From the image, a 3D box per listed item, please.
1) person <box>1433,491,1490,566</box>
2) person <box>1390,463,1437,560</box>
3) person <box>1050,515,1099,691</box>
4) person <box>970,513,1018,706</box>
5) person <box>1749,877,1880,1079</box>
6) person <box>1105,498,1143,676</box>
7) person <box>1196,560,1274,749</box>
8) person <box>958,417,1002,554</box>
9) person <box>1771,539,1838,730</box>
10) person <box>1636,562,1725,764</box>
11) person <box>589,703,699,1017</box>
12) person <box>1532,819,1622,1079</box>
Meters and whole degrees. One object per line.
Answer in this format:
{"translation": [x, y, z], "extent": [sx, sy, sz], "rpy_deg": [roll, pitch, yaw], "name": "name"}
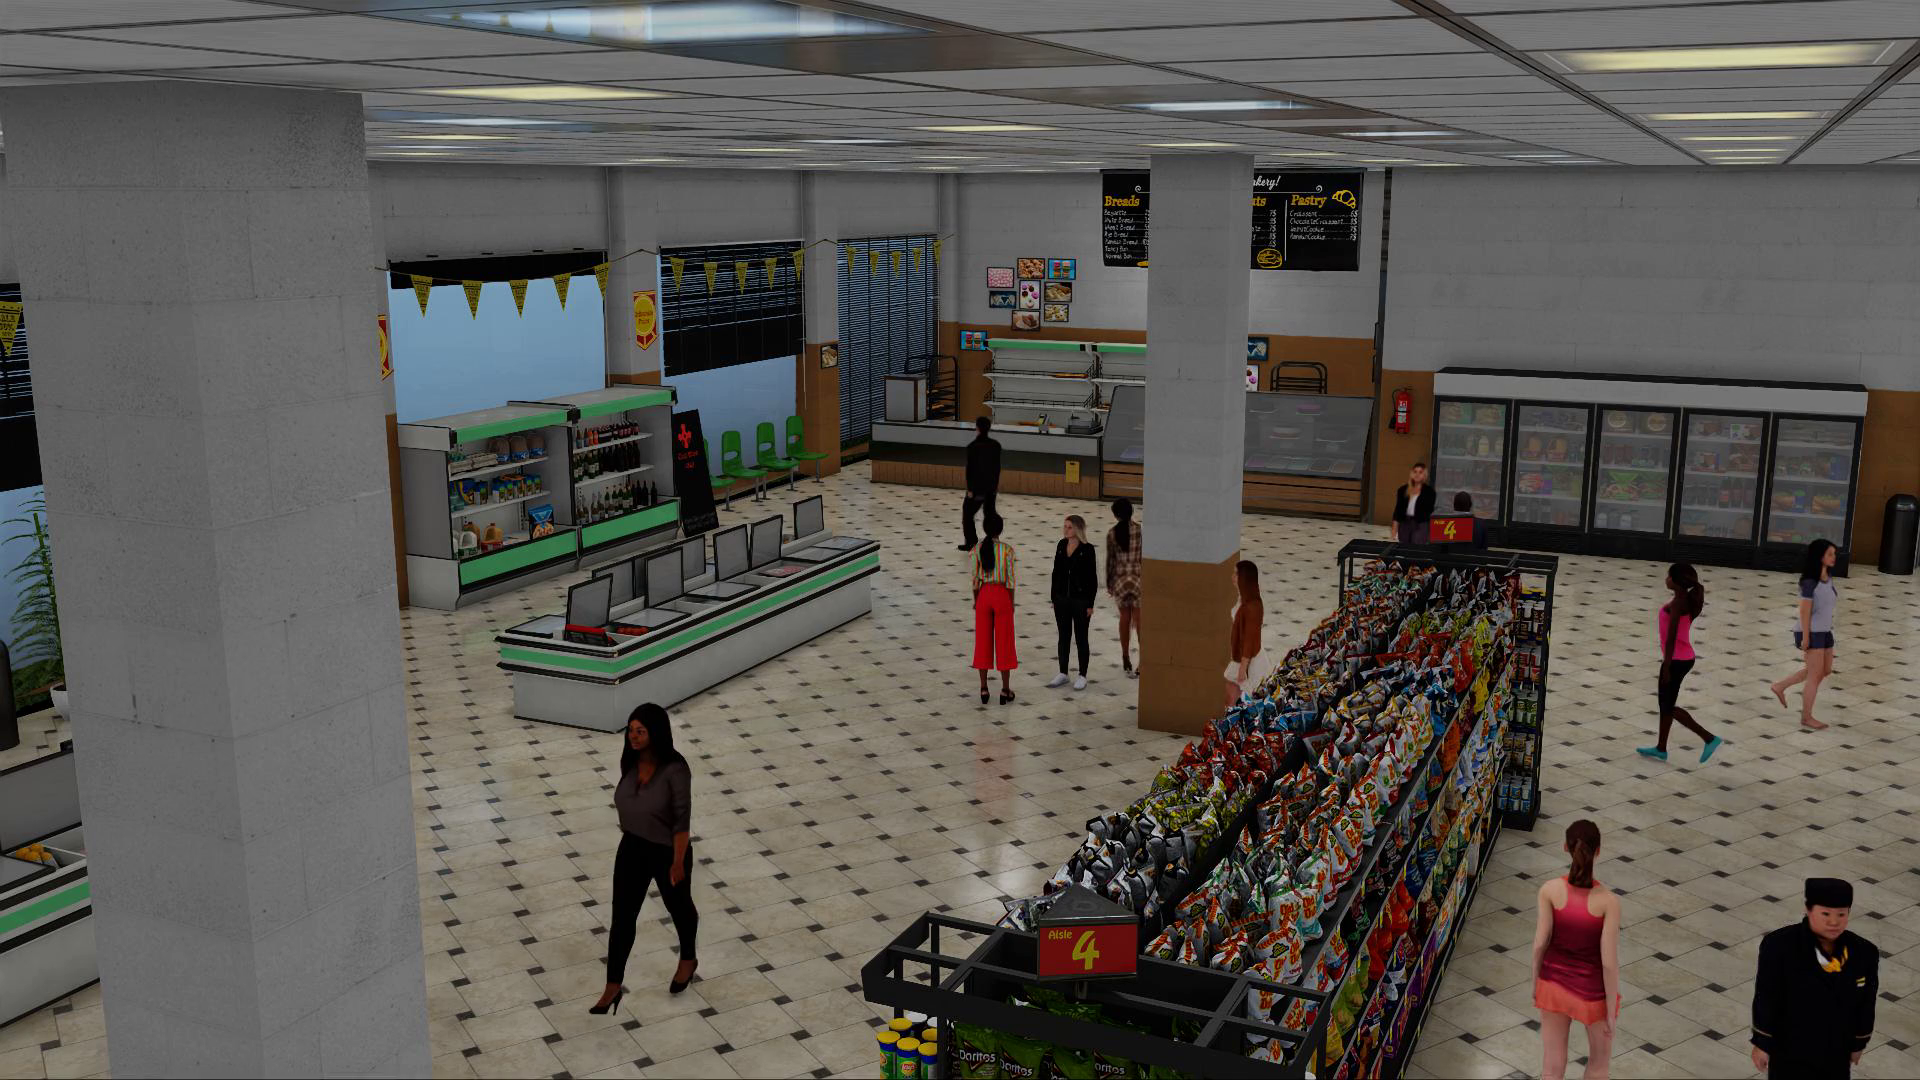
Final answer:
{"translation": [4.908, 0.414, 16.352], "extent": [0.761, 1.825, 0.722], "rpy_deg": [1, 12, 7], "name": "person"}
{"translation": [5.208, -0.059, 19.070], "extent": [0.662, 1.631, 1.053], "rpy_deg": [7, 14, 30], "name": "person"}
{"translation": [1.093, 0.584, 15.879], "extent": [0.632, 1.685, 0.556], "rpy_deg": [7, 14, 30], "name": "person"}
{"translation": [0.312, 0.632, 15.395], "extent": [0.639, 1.792, 0.576], "rpy_deg": [3, 12, 15], "name": "person"}
{"translation": [3.904, 2.323, 7.677], "extent": [0.734, 1.662, 0.705], "rpy_deg": [3, 12, 16], "name": "person"}
{"translation": [1.627, 0.486, 16.156], "extent": [0.666, 1.764, 0.664], "rpy_deg": [4, 12, 17], "name": "person"}
{"translation": [2.510, 1.023, 13.809], "extent": [0.984, 1.681, 1.140], "rpy_deg": [0, 12, 1], "name": "person"}
{"translation": [0.346, -0.663, 21.472], "extent": [0.912, 1.823, 0.979], "rpy_deg": [-8, 14, -34], "name": "person"}
{"translation": [7.523, 0.811, 14.790], "extent": [0.829, 1.691, 0.828], "rpy_deg": [-11, 16, -41], "name": "person"}
{"translation": [5.967, 1.042, 13.651], "extent": [0.798, 1.709, 0.943], "rpy_deg": [11, 16, 42], "name": "person"}
{"translation": [-1.712, 1.821, 9.708], "extent": [0.660, 1.809, 1.025], "rpy_deg": [5, 13, 23], "name": "person"}
{"translation": [2.924, 2.221, 7.982], "extent": [0.609, 1.736, 0.690], "rpy_deg": [7, 14, 31], "name": "person"}
